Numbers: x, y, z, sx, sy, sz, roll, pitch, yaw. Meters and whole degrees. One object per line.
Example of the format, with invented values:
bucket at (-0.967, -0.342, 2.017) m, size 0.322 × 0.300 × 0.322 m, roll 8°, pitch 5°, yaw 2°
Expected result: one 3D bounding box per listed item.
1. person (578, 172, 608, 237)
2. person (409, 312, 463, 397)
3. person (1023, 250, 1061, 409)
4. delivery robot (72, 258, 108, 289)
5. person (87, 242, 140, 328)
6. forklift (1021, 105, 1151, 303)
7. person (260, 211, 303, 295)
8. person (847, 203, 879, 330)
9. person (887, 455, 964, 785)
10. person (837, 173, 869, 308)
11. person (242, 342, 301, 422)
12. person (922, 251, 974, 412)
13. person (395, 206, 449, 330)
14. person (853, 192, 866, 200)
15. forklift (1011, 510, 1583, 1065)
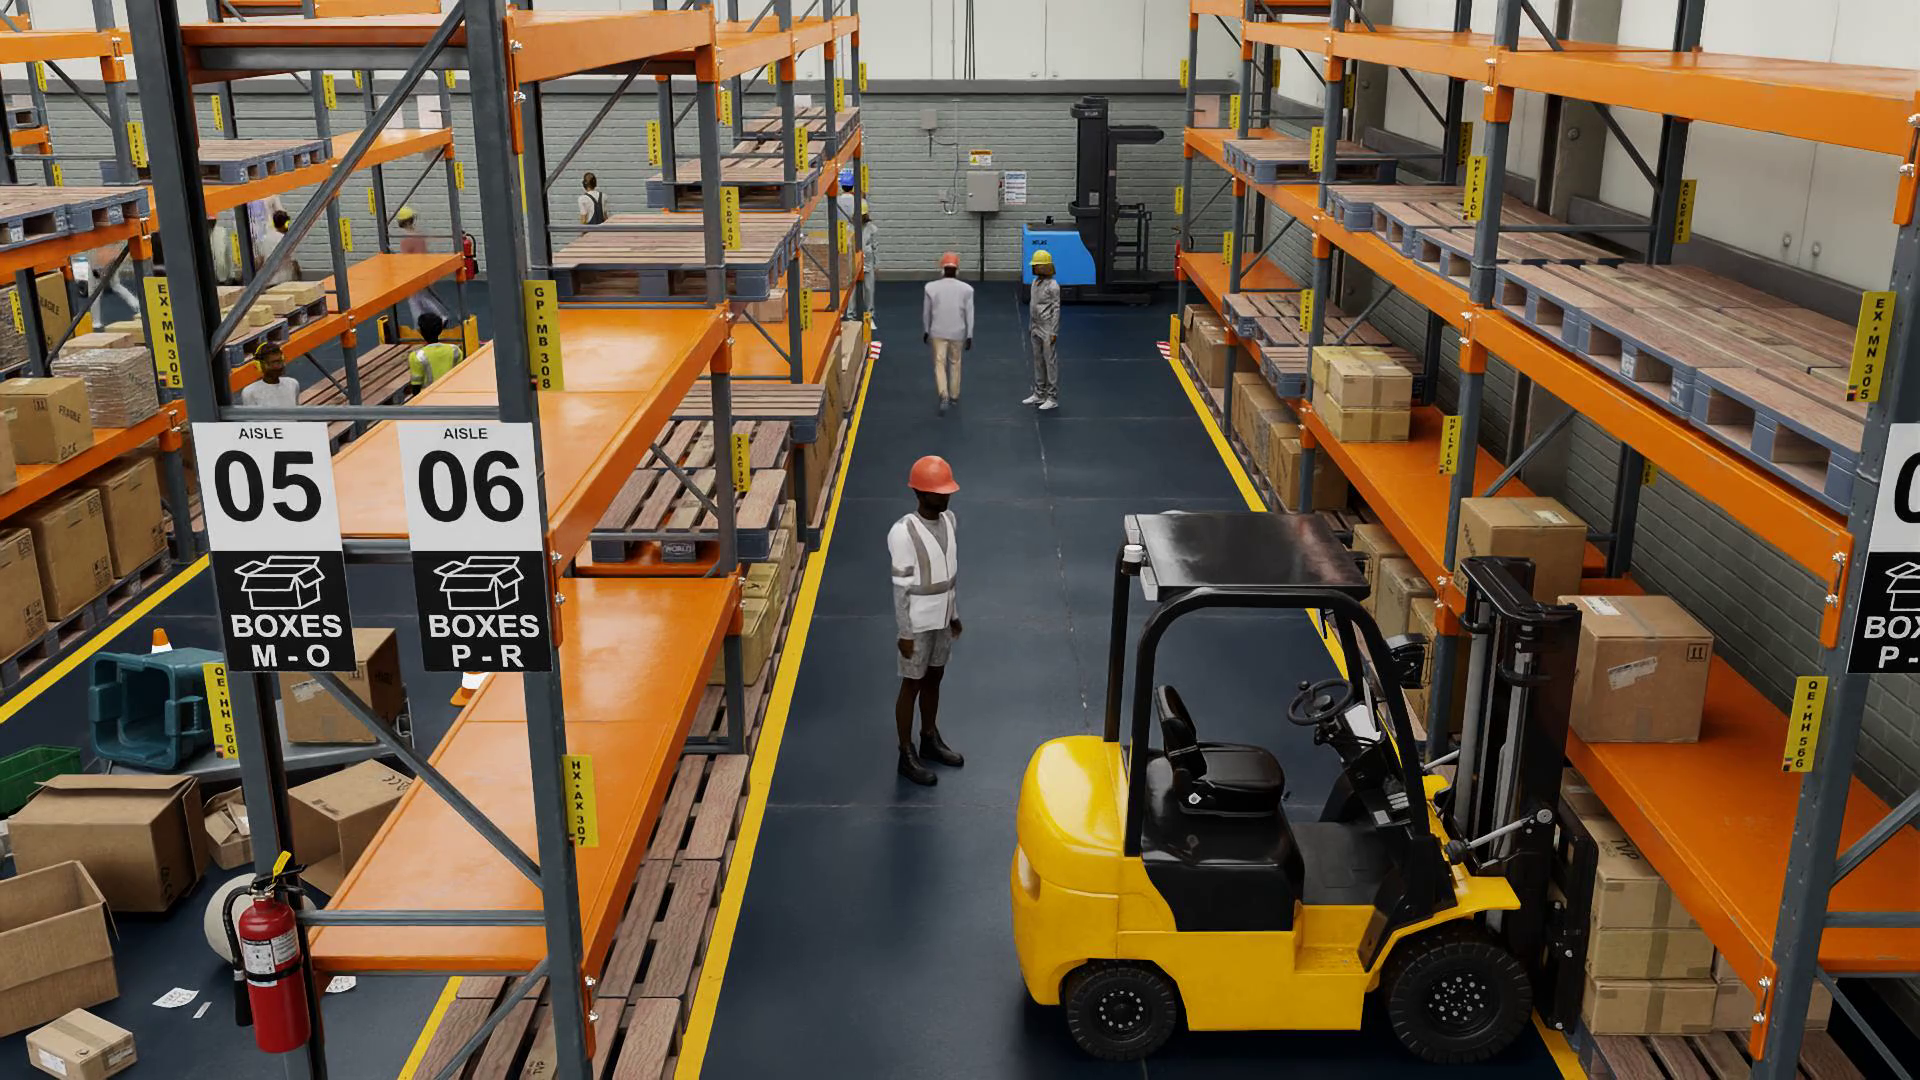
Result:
person at (-5.499, -4.583, 24.971) m, size 0.345 × 1.846 × 0.508 m, roll 14°, pitch 23°, yaw 37°
person at (-4.696, -1.212, 15.025) m, size 0.319 × 1.692 × 0.537 m, roll 16°, pitch 24°, yaw 39°
person at (0.900, -2.310, 18.259) m, size 0.320 × 1.742 × 0.492 m, roll -11°, pitch 21°, yaw -29°
delivery robot at (-13.239, -4.030, 25.174) m, size 0.707 × 0.478 × 0.477 m, roll 10°, pitch 21°, yaw 28°
person at (-11.584, -3.811, 22.600) m, size 0.828 × 1.883 × 0.587 m, roll 5°, pitch 19°, yaw 16°
forklift at (1.857, -4.944, 24.441) m, size 1.873 × 2.768 × 1.129 m, roll 0°, pitch 18°, yaw 0°
person at (-8.431, -3.196, 20.805) m, size 0.537 × 1.820 × 0.841 m, roll 8°, pitch 20°, yaw 22°
person at (-1.334, -3.697, 22.471) m, size 0.502 × 1.733 × 0.334 m, roll -2°, pitch 18°, yaw -7°
person at (-0.171, 0.449, 9.610) m, size 0.366 × 1.939 × 0.544 m, roll 12°, pitch 22°, yaw 33°
person at (-1.593, -4.291, 23.926) m, size 0.604 × 1.949 × 0.389 m, roll 1°, pitch 18°, yaw 3°
person at (-5.284, -0.630, 12.980) m, size 0.315 × 1.870 × 0.532 m, roll 11°, pitch 21°, yaw 29°
person at (-0.124, -2.290, 18.229) m, size 0.568 × 1.727 × 0.734 m, roll -2°, pitch 18°, yaw -6°
person at (-7.134, -3.512, 21.881) m, size 0.503 × 1.751 × 0.542 m, roll 4°, pitch 19°, yaw 12°
person at (-1.509, -4.328, 24.553) m, size 0.286 × 1.625 × 0.493 m, roll -1°, pitch 18°, yaw -3°
forklift at (1.387, 1.055, 7.378) m, size 2.313 × 2.155 × 1.214 m, roll 0°, pitch 18°, yaw 0°
